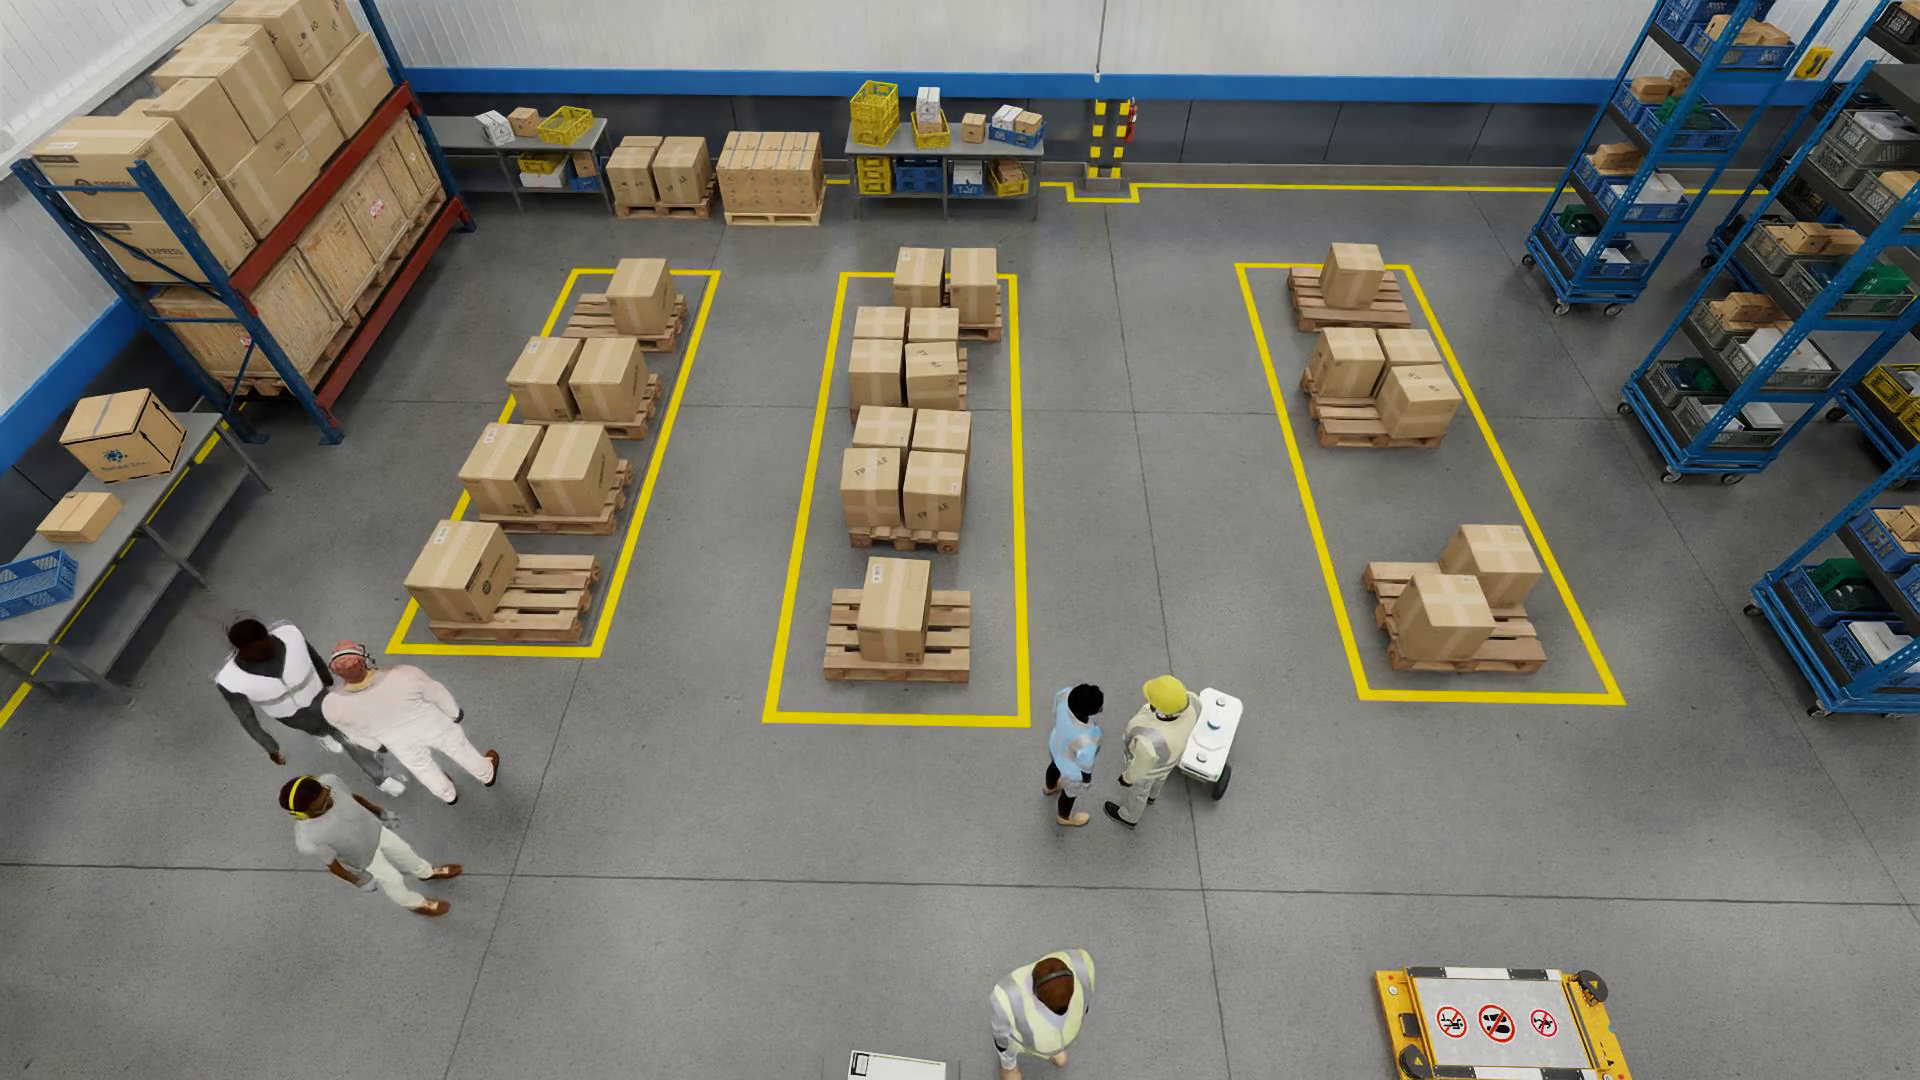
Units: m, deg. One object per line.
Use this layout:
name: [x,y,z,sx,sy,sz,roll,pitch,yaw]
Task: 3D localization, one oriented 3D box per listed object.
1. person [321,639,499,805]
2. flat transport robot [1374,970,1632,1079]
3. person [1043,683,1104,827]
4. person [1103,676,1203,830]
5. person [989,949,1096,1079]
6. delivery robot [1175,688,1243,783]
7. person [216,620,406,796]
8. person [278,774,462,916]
person: [-3.814,1.276,6.381,0.642,1.909,0.409,-23,55,-18]
flat transport robot: [3.501,3.133,5.914,1.431,0.197,0.652,1,51,1]
person: [0.789,1.480,6.347,0.317,1.696,0.538,-13,52,-11]
person: [1.305,1.451,6.286,0.404,1.831,0.588,36,59,26]
person: [0.469,2.739,5.229,0.621,1.845,0.429,-19,53,-15]
delivery robot: [1.903,1.494,7.010,0.477,0.478,0.707,21,54,16]
person: [-4.712,1.158,6.518,1.058,1.851,0.651,30,57,22]
person: [-3.763,1.954,5.862,0.340,1.857,0.522,-6,51,-5]
